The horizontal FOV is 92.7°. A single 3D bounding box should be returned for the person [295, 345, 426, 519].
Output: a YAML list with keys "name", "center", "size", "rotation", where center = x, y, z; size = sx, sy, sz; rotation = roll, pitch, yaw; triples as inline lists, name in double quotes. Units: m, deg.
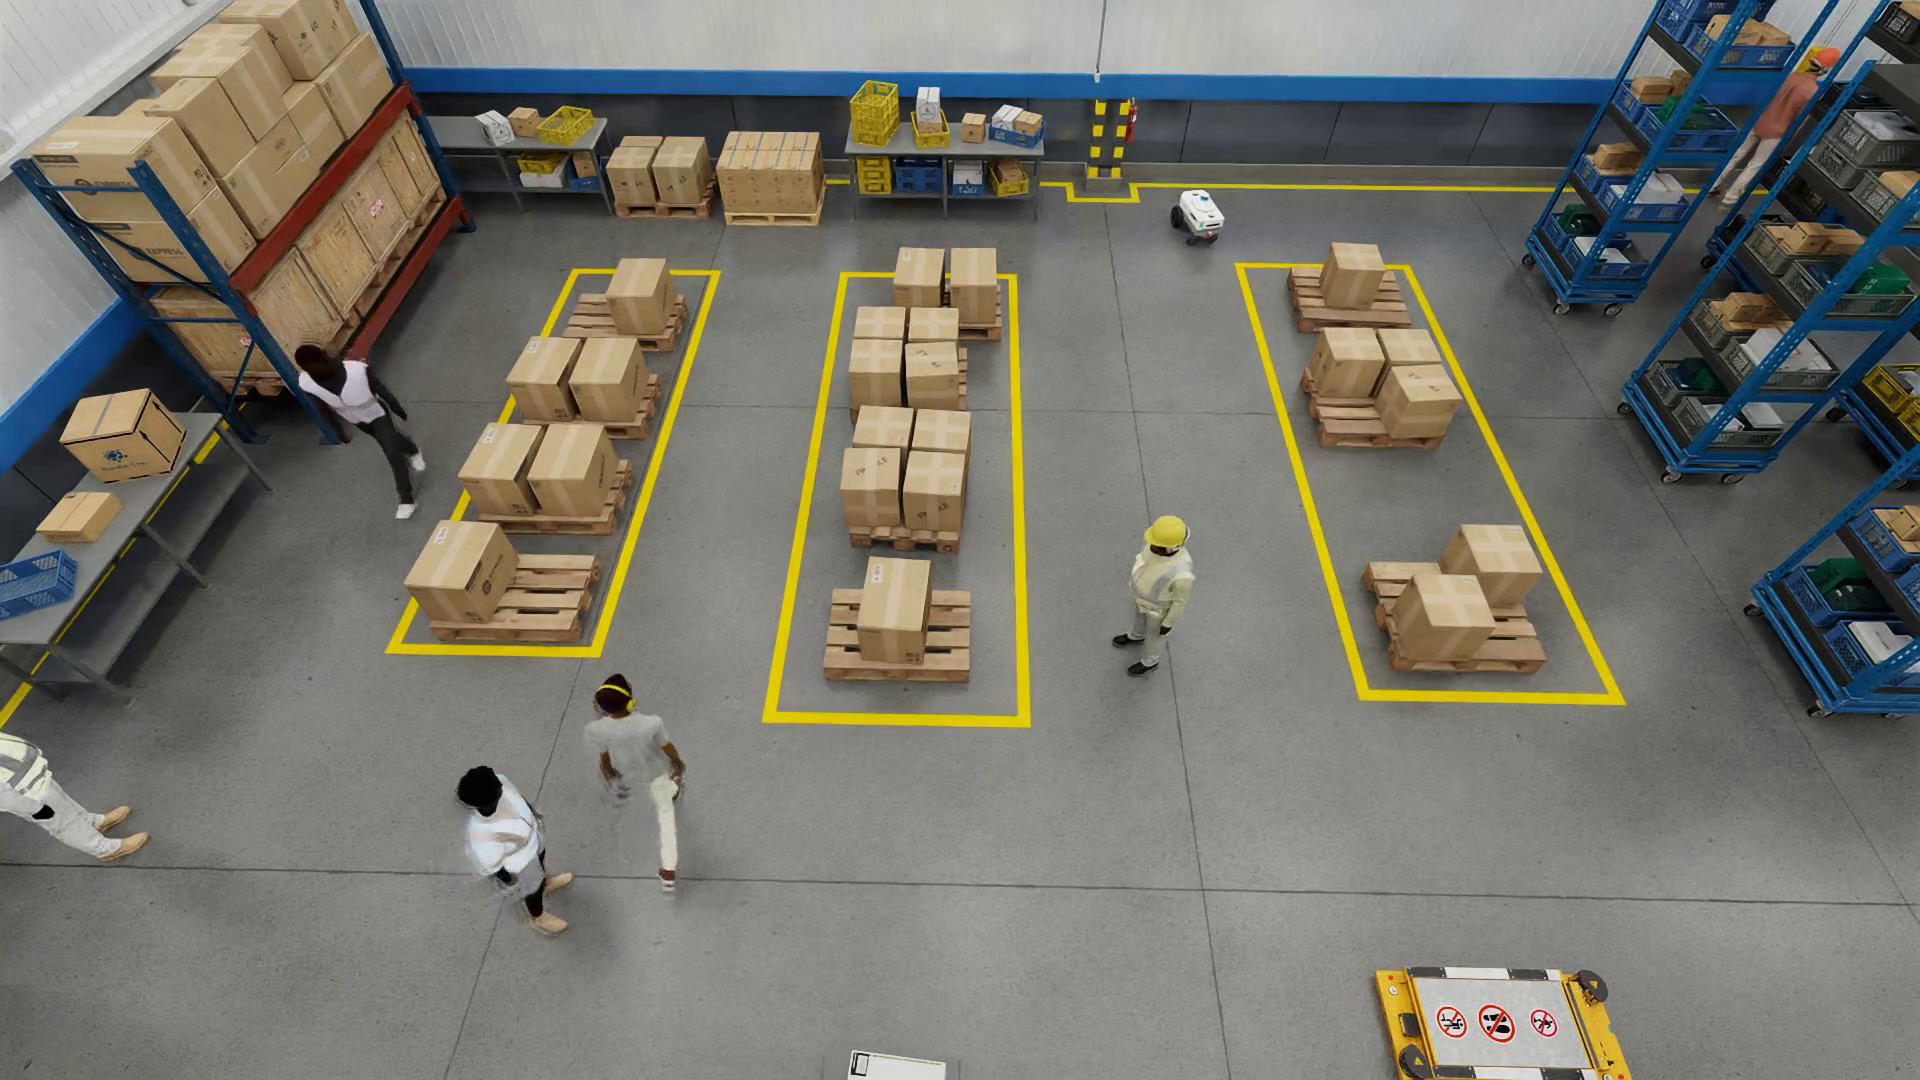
- name: "person"
  center: [-5.422, -1.098, 8.357]
  size: [0.595, 1.846, 1.075]
  rotation: [-8, 51, -7]

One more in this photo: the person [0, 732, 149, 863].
- name: "person"
  center: [-6.287, 1.623, 6.139]
  size: [0.631, 1.842, 0.428]
  rotation: [34, 58, 25]

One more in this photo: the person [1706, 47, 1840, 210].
- name: "person"
  center: [10.299, -5.191, 11.606]
  size: [0.420, 1.985, 0.613]
  rotation: [-7, 51, -5]

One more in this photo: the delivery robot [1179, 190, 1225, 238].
- name: "delivery robot"
  center: [3.061, -4.155, 11.615]
  size: [0.477, 0.478, 0.707]
  rotation: [-10, 52, -8]

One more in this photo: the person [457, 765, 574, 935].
- name: "person"
  center: [-2.872, 1.985, 5.952]
  size: [0.330, 1.675, 0.590]
  rotation: [-8, 51, -6]

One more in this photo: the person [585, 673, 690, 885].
- name: "person"
  center: [-2.121, 1.602, 6.174]
  size: [0.525, 1.829, 0.936]
  rotation: [-2, 51, -2]

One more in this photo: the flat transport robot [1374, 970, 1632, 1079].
- name: "flat transport robot"
  center: [3.501, 3.133, 5.914]
  size: [1.431, 0.197, 0.652]
  rotation: [1, 51, 1]

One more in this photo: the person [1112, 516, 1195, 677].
- name: "person"
  center: [1.502, 0.430, 7.119]
  size: [0.403, 1.827, 0.600]
  rotation: [-13, 52, -10]
